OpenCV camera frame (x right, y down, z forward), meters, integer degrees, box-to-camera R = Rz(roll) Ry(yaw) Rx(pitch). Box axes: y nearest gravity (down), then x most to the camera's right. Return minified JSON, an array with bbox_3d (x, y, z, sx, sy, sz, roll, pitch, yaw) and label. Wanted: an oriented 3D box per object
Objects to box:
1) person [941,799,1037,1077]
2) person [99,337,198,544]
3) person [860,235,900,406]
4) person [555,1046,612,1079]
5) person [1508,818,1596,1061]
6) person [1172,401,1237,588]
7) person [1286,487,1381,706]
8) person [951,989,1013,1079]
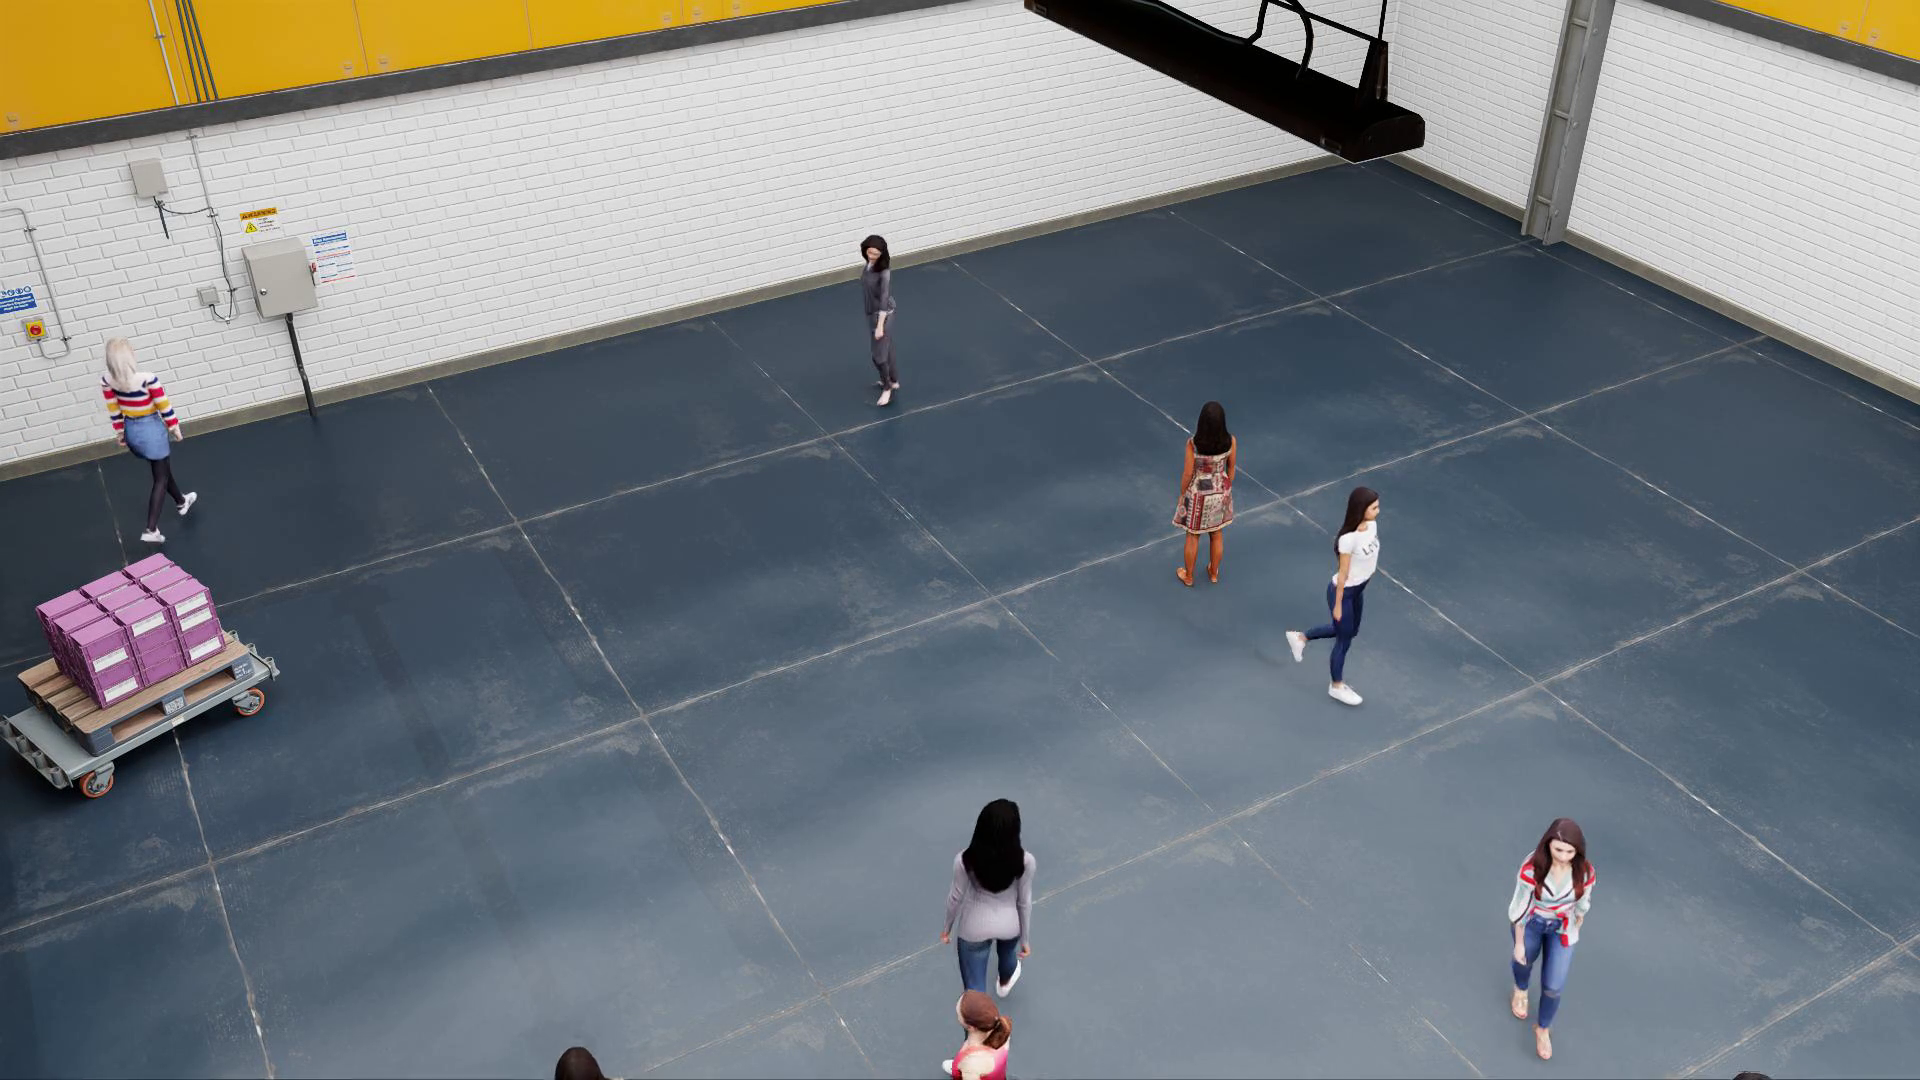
[{"bbox_3d":[0.165,2.236,9.205,1.008,1.691,1.228,-6,34,-8],"label":"person"},{"bbox_3d":[-6.737,-0.805,13.702,1.083,1.779,1.225,4,34,5],"label":"person"},{"bbox_3d":[-0.739,-2.117,15.722,0.792,1.728,0.597,-5,34,-7],"label":"person"},{"bbox_3d":[-1.783,2.980,8.141,0.605,1.631,0.835,-14,36,-21],"label":"person"},{"bbox_3d":[3.313,2.126,9.463,0.830,1.589,0.892,6,34,10],"label":"person"},{"bbox_3d":[1.949,-0.366,13.162,0.710,1.645,0.646,-6,34,-10],"label":"person"},{"bbox_3d":[2.698,0.367,11.954,1.006,1.762,0.791,25,41,32],"label":"person"},{"bbox_3d":[0.178,2.866,8.216,1.004,1.738,0.825,18,38,25],"label":"person"}]
